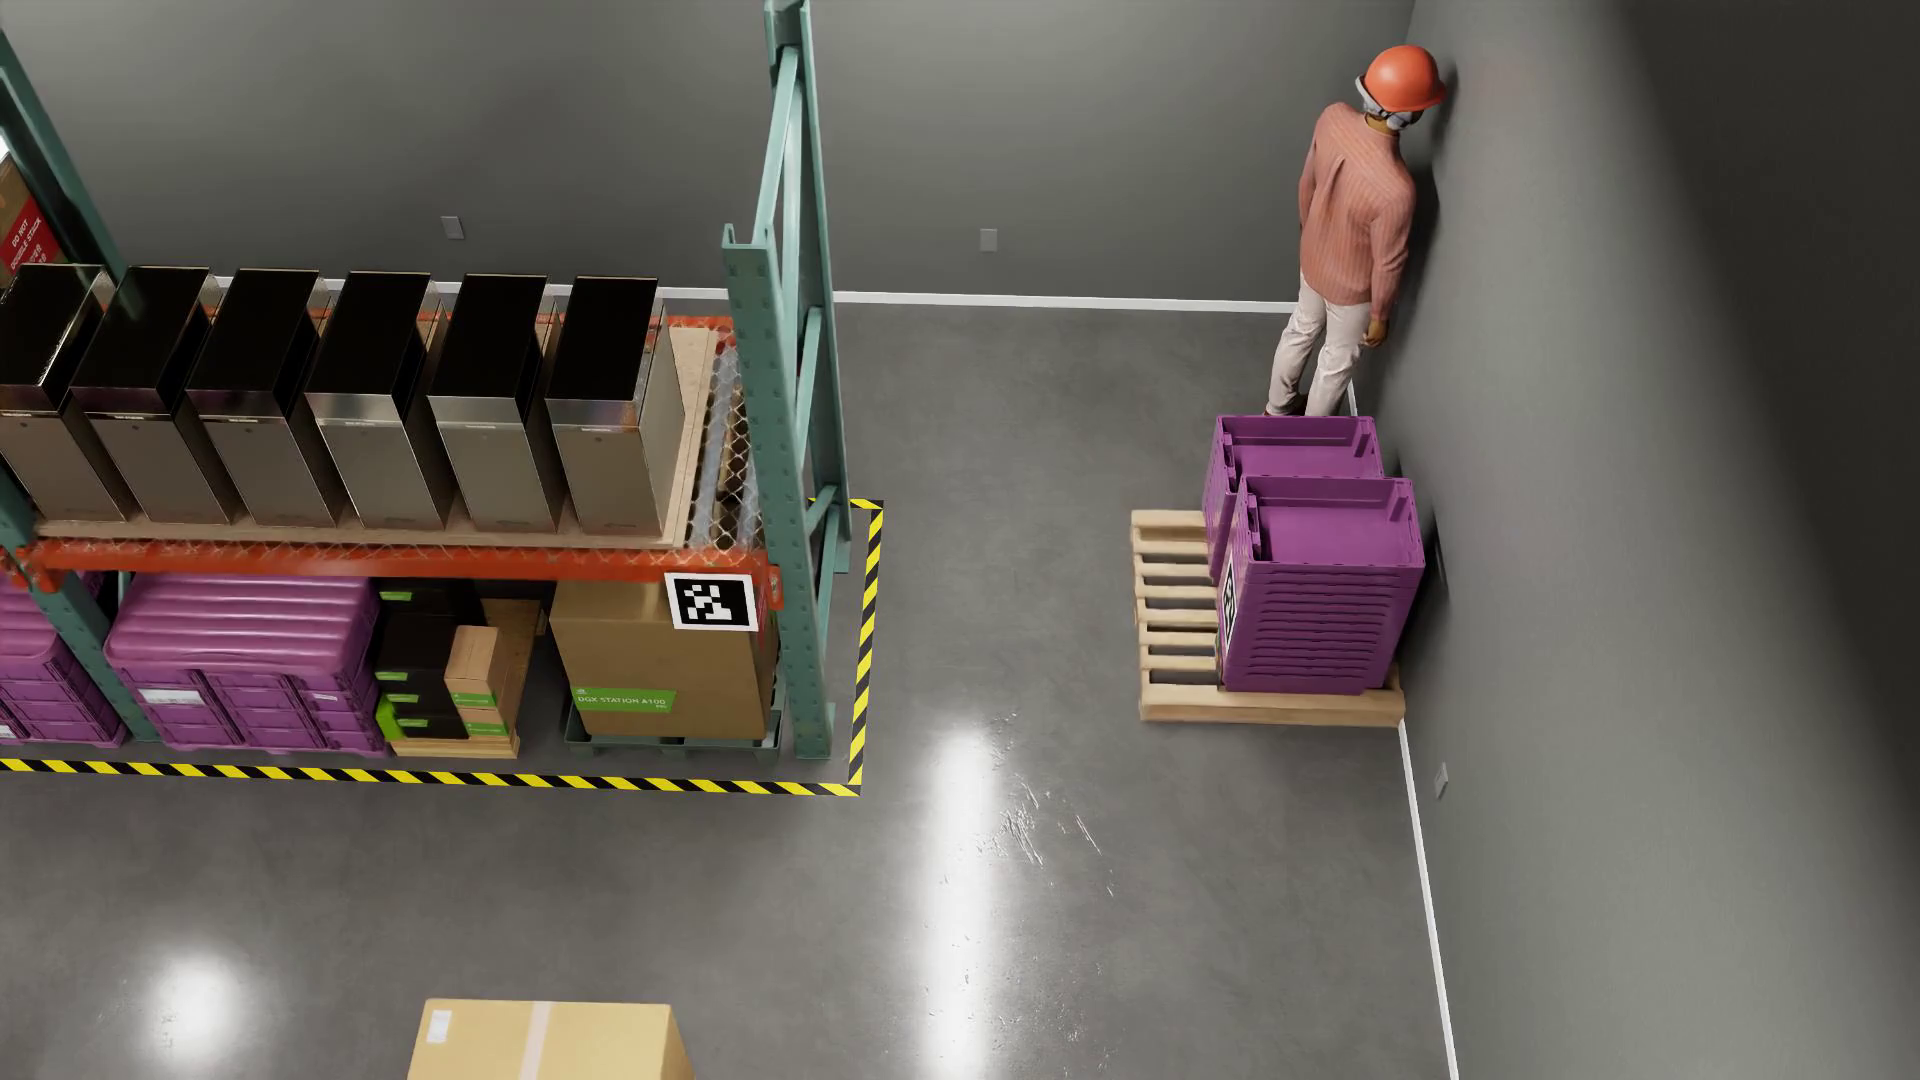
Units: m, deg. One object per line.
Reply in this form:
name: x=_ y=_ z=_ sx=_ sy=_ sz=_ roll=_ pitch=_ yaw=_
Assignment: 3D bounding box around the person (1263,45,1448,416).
person: x=1.525 y=-1.064 z=6.495 sx=0.394 sy=1.992 sz=0.622 roll=-17 pitch=54 yaw=-13
